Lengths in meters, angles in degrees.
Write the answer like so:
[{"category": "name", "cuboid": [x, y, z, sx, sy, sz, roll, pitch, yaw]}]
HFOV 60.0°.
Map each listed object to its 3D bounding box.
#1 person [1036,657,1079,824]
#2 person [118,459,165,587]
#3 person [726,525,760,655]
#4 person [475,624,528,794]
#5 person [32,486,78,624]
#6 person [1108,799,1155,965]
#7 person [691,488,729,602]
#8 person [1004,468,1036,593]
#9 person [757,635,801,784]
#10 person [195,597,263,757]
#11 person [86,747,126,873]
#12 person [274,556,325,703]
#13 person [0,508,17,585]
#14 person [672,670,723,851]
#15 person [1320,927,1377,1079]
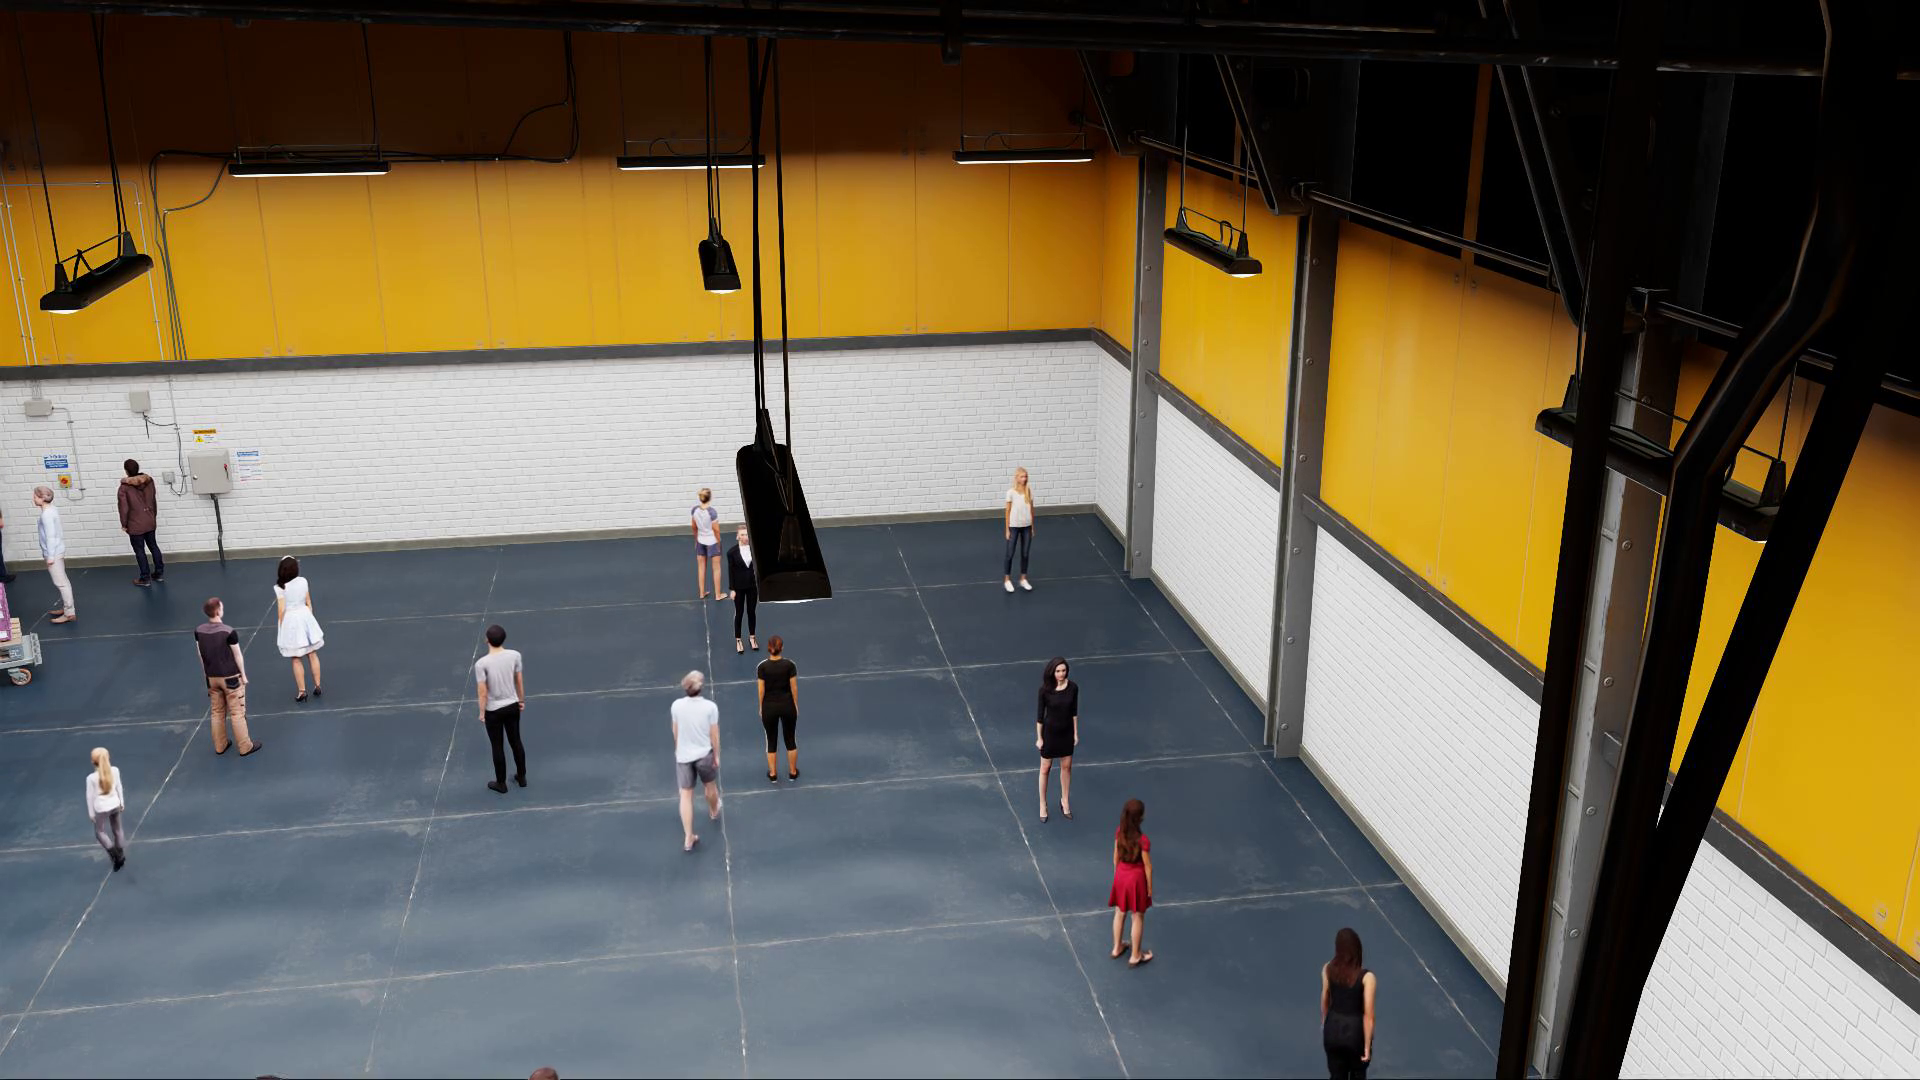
[{"category": "person", "cuboid": [0.999, 2.030, 17.063, 0.611, 1.805, 0.502, -5, 19, -14]}, {"category": "person", "cuboid": [-11.731, -0.267, 23.818, 0.938, 1.848, 0.845, 9, 21, 25]}, {"category": "person", "cuboid": [-2.769, 0.619, 21.408, 0.668, 1.707, 0.638, -9, 21, -26]}, {"category": "person", "cuboid": [-4.870, 1.787, 17.694, 0.742, 1.863, 0.736, -15, 24, -38]}, {"category": "person", "cuboid": [-12.227, 0.172, 22.443, 0.787, 1.894, 0.616, -9, 21, -24]}, {"category": "person", "cuboid": [1.509, 2.983, 14.627, 0.683, 1.554, 0.743, 15, 24, 37]}, {"category": "person", "cuboid": [-3.518, 0.048, 23.232, 0.673, 1.625, 0.698, 7, 20, 20]}, {"category": "person", "cuboid": [0.833, -0.154, 23.552, 0.615, 1.803, 0.565, -6, 20, -18]}, {"category": "person", "cuboid": [-1.955, 1.810, 17.930, 0.586, 1.668, 0.517, -2, 19, -6]}, {"category": "person", "cuboid": [-8.221, 1.512, 18.546, 0.762, 1.841, 0.728, 4, 19, 11]}, {"category": "person", "cuboid": [-8.246, 2.623, 16.139, 0.785, 1.271, 0.710, 15, 24, 37]}, {"category": "person", "cuboid": [-7.931, 1.062, 19.920, 0.849, 1.816, 0.896, -17, 25, -42]}, {"category": "person", "cuboid": [-13.971, -0.278, 23.789, 0.677, 1.887, 0.595, -1, 19, -2]}, {"category": "person", "cuboid": [-2.660, 2.215, 16.541, 0.779, 1.788, 1.177, 0, 19, 0]}, {"category": "person", "cuboid": [2.860, 3.715, 12.302, 0.765, 1.651, 0.822, 16, 24, 39]}]
